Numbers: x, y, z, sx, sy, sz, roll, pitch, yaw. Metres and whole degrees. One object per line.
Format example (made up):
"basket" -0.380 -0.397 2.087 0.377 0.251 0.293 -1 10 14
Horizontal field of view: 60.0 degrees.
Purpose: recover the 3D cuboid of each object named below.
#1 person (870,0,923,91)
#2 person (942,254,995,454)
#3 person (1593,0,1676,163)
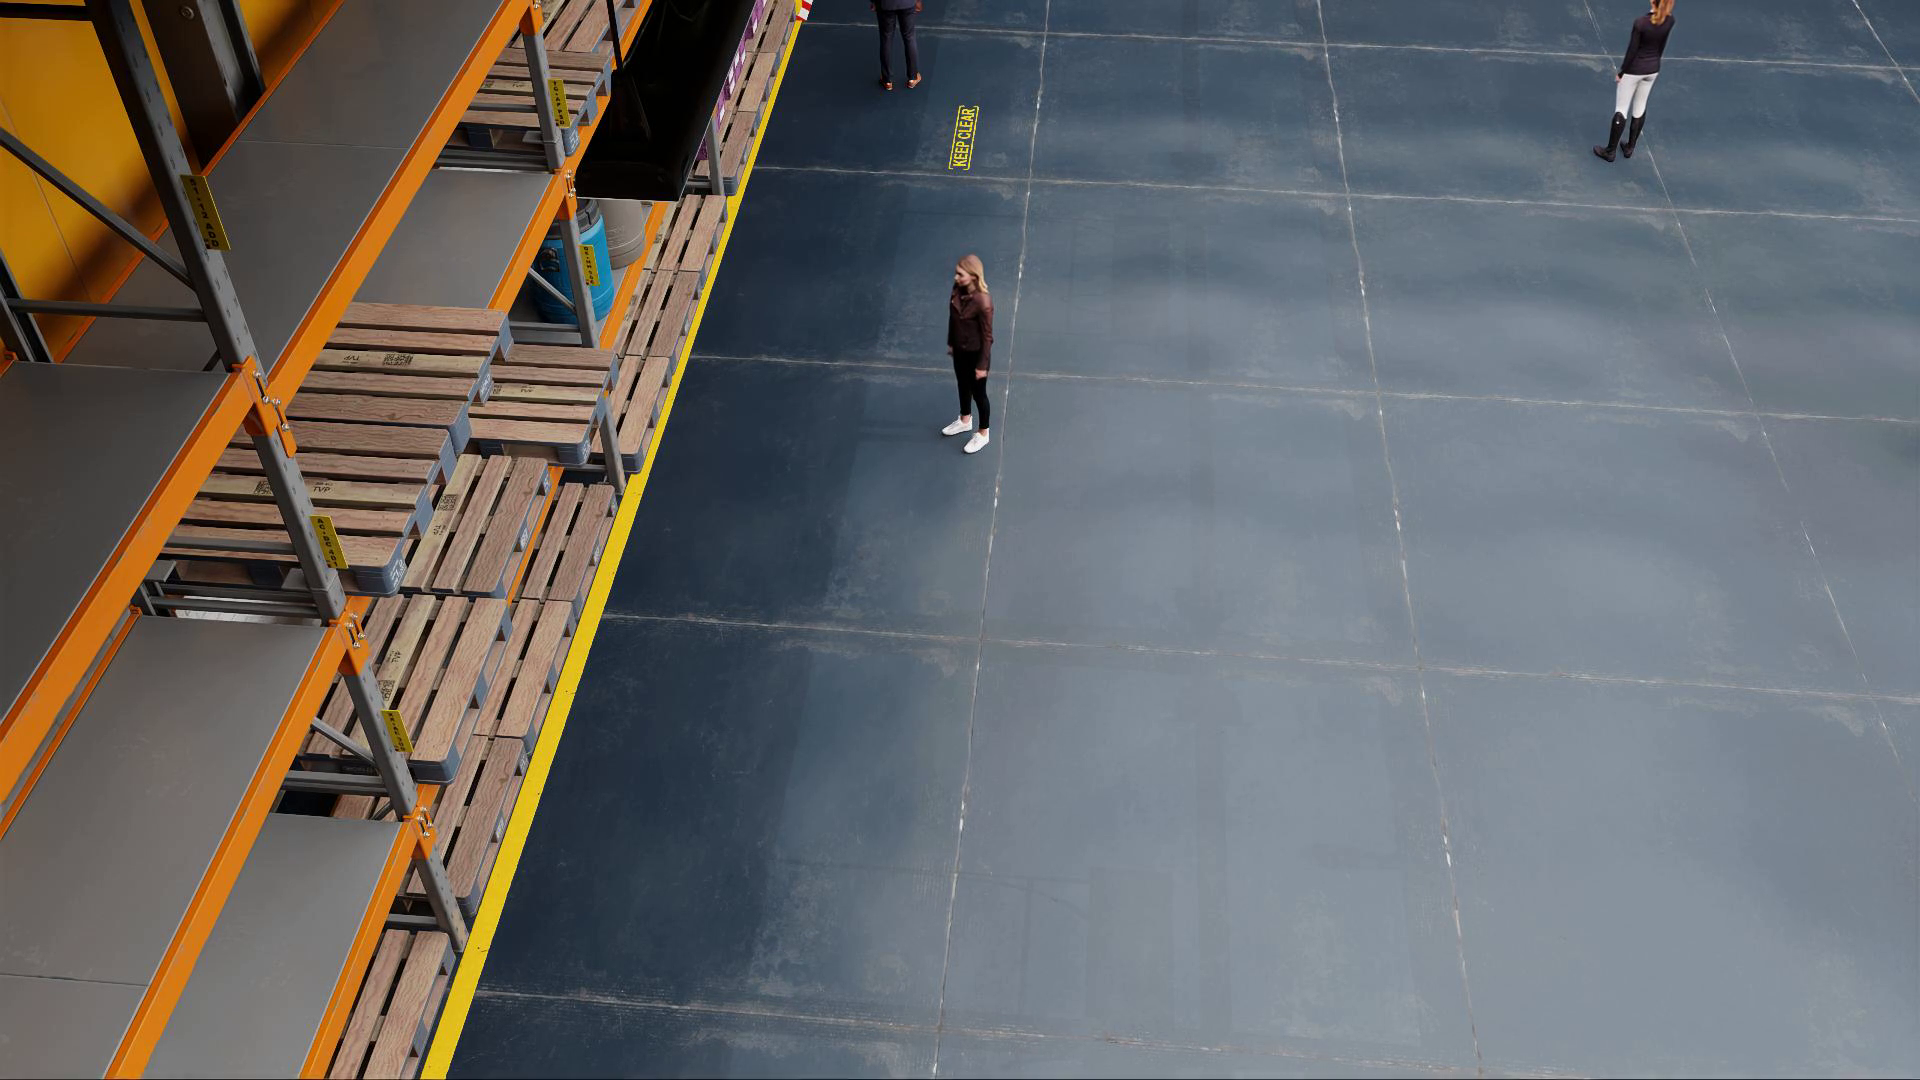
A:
"person" -0.636 -5.369 16.560 0.731 1.824 0.636 -3 44 -3
"person" 0.087 -1.423 12.504 0.729 1.705 0.655 -27 50 -26
"person" 6.351 -4.373 15.582 0.639 1.729 0.641 -12 45 -12
